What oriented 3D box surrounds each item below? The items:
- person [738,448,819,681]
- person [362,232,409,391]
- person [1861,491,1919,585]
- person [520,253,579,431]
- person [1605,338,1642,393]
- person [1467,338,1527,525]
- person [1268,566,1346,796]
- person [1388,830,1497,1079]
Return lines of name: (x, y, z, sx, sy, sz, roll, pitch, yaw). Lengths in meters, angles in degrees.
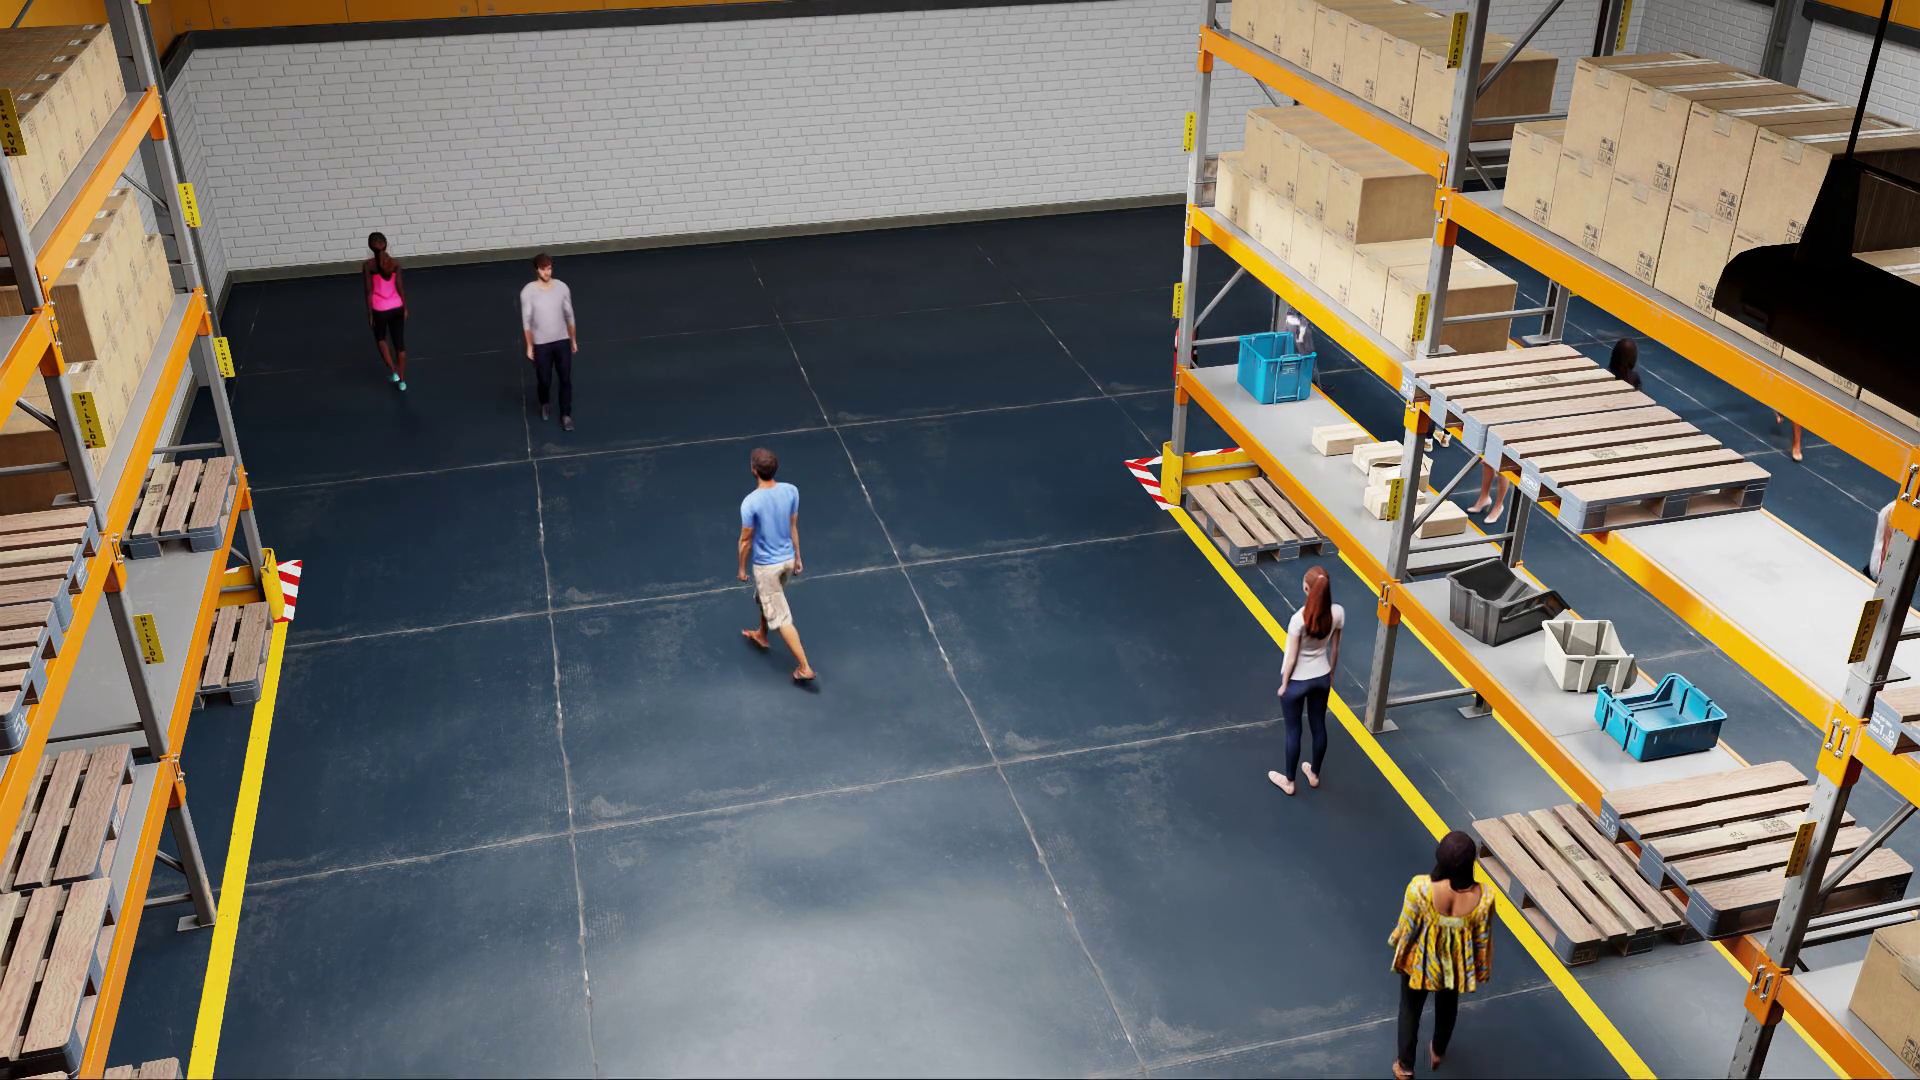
person: (-1.356, 0.222, 12.596, 1.037, 1.826, 1.312, -24, 37, -37)
person: (-5.994, -2.376, 17.472, 0.651, 1.717, 0.670, -15, 32, -25)
person: (7.285, 0.165, 12.858, 0.672, 1.674, 0.629, -5, 29, -9)
person: (-4.125, -2.005, 16.667, 0.765, 1.836, 0.800, -15, 32, -25)
person: (5.878, -1.010, 15.074, 0.796, 1.615, 1.103, 1, 29, 2)
person: (4.844, -0.983, 14.864, 0.632, 1.769, 0.526, -10, 30, -17)
person: (2.375, 0.960, 11.333, 0.573, 1.739, 0.538, -9, 30, -17)
person: (2.584, 2.274, 9.010, 0.823, 1.657, 0.864, 3, 29, 5)
